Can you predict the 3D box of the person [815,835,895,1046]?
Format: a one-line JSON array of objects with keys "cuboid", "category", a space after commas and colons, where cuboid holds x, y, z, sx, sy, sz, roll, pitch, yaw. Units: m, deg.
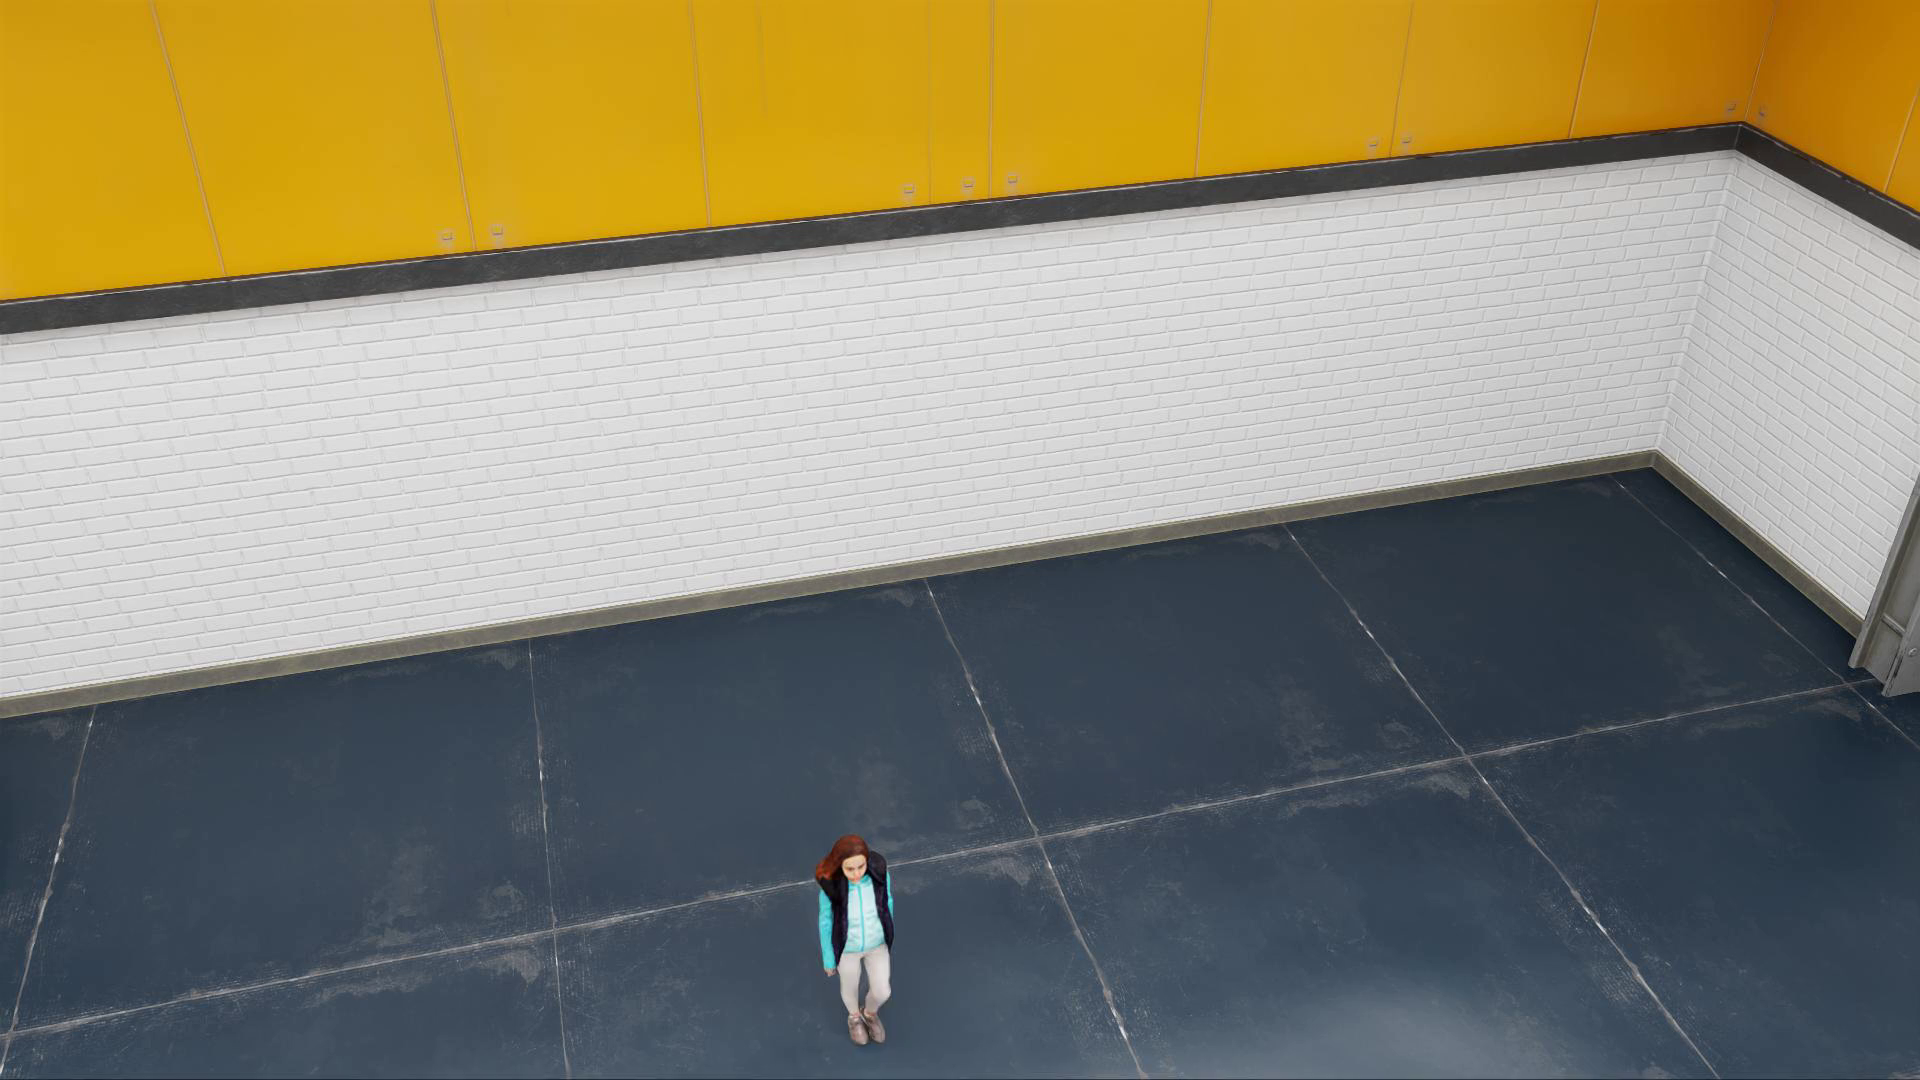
[{"cuboid": [-0.562, 2.078, 8.843, 0.605, 1.487, 0.634, -13, 36, -18], "category": "person"}]
